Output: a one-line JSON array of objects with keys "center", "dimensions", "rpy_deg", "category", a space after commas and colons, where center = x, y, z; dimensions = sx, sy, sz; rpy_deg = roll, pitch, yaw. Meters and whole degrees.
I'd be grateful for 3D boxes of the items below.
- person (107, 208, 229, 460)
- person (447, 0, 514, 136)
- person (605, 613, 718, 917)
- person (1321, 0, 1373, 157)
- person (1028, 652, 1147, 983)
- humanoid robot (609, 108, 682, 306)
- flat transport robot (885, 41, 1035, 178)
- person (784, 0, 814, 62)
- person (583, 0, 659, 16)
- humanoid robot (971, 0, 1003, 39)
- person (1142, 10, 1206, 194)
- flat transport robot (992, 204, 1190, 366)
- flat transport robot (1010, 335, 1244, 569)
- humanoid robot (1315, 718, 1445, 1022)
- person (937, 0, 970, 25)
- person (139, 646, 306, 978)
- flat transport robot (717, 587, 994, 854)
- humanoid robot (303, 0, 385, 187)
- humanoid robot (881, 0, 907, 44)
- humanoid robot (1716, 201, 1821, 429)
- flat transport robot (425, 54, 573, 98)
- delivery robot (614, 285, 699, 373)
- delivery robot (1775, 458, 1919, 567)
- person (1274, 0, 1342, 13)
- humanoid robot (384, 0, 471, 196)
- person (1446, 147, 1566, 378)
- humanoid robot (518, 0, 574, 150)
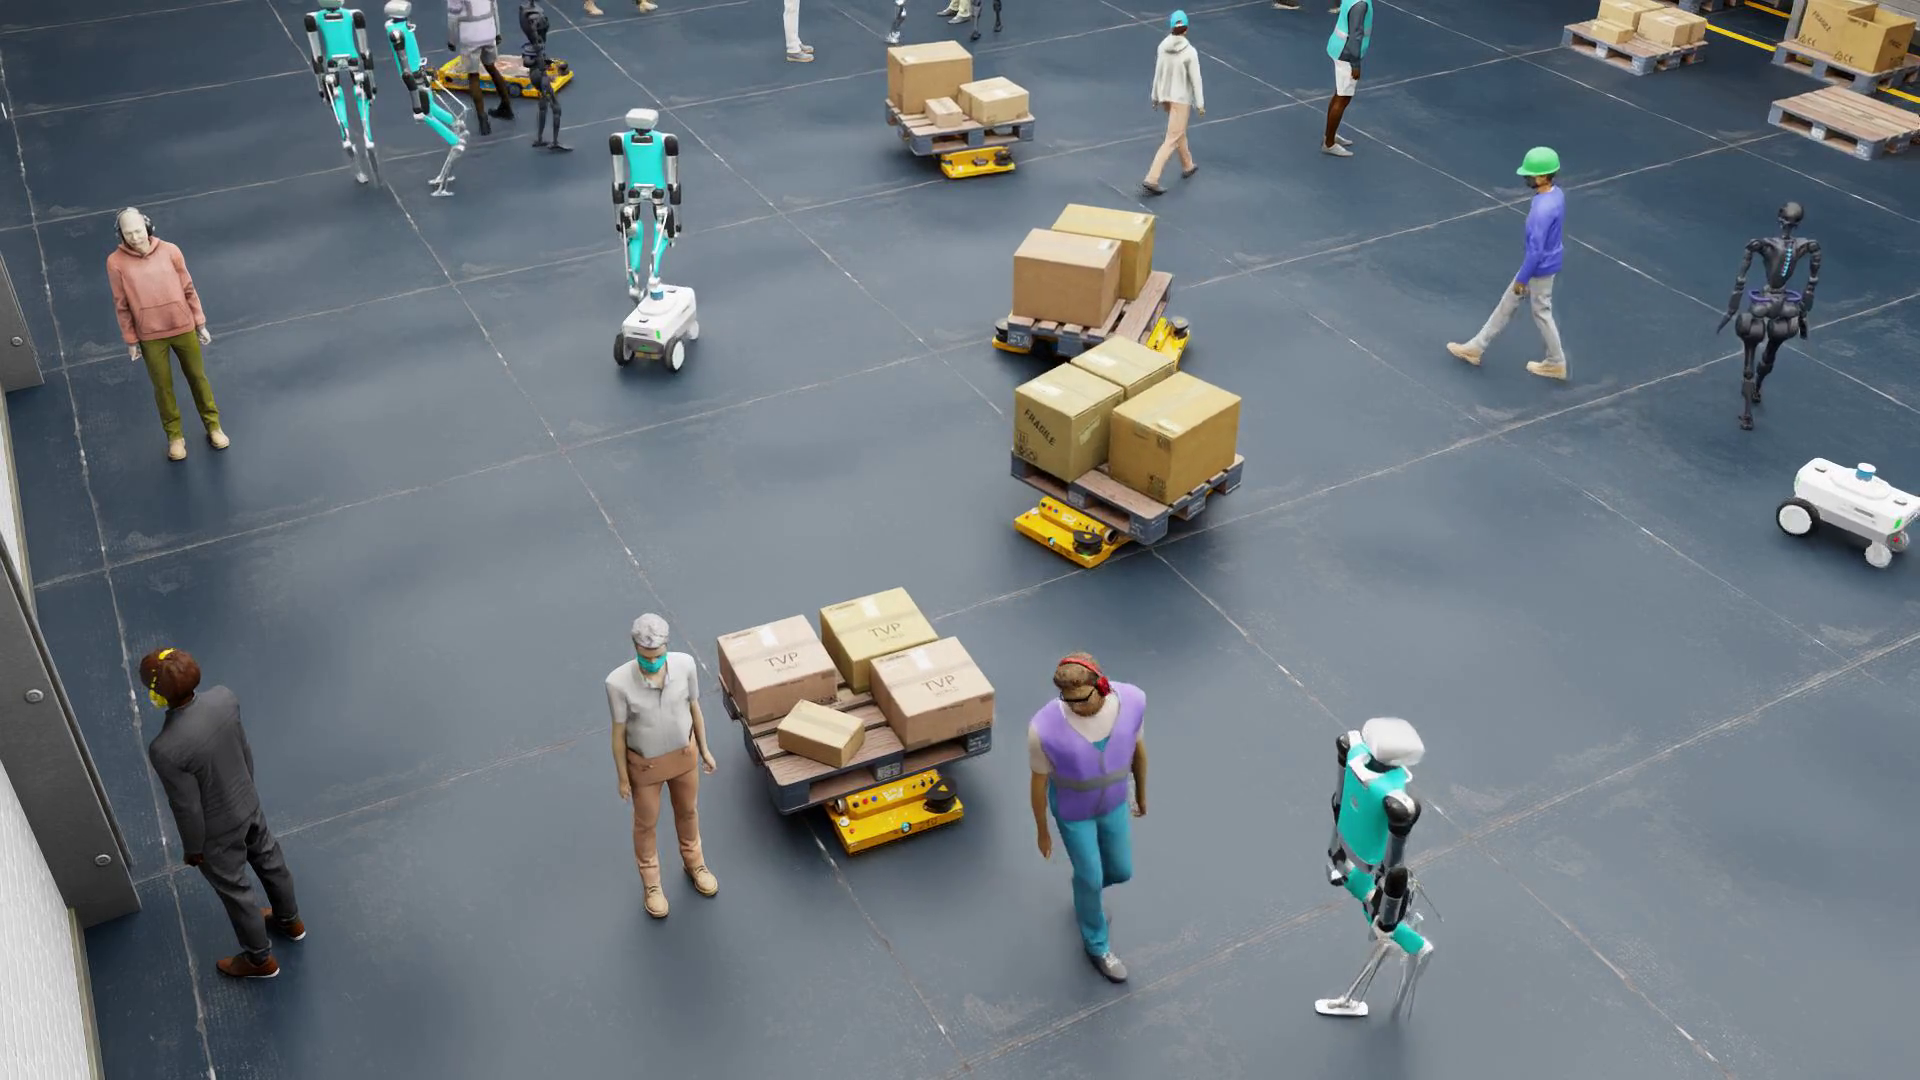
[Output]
[{"center": [-5.441, -1.429, 11.389], "dimensions": [0.535, 1.835, 0.352], "rpy_deg": [-19, 39, -25], "category": "person"}, {"center": [-4.787, -4.992, 16.443], "dimensions": [0.497, 1.892, 0.582], "rpy_deg": [24, 42, 30], "category": "person"}, {"center": [-1.415, 1.054, 7.931], "dimensions": [0.482, 1.738, 0.319], "rpy_deg": [-18, 39, -24], "category": "person"}, {"center": [3.739, -4.638, 15.903], "dimensions": [0.474, 1.924, 0.538], "rpy_deg": [6, 35, 8], "category": "person"}, {"center": [0.611, 1.243, 7.594], "dimensions": [0.594, 1.802, 0.538], "rpy_deg": [-16, 38, -22], "category": "person"}, {"center": [-2.417, -2.336, 12.802], "dimensions": [0.538, 1.765, 0.887], "rpy_deg": [0, 35, 0], "category": "humanoid robot"}, {"center": [-0.017, -3.917, 16.308], "dimensions": [0.659, 0.231, 1.431], "rpy_deg": [-11, 37, -16], "category": "flat transport robot"}, {"center": [-1.816, -6.209, 18.173], "dimensions": [0.354, 1.886, 0.572], "rpy_deg": [-1, 35, -1], "category": "person"}, {"center": [-4.081, -6.942, 19.416], "dimensions": [0.926, 1.644, 0.528], "rpy_deg": [12, 37, 16], "category": "person"}, {"center": [0.291, -6.576, 18.905], "dimensions": [0.602, 1.638, 0.613], "rpy_deg": [5, 35, 7], "category": "humanoid robot"}, {"center": [1.981, -4.038, 15.299], "dimensions": [0.863, 1.616, 0.503], "rpy_deg": [-28, 43, -33], "category": "person"}, {"center": [1.027, -1.609, 13.013], "dimensions": [1.431, 0.231, 0.659], "rpy_deg": [11, 37, 15], "category": "flat transport robot"}, {"center": [1.085, -0.299, 11.143], "dimensions": [0.659, 0.231, 1.431], "rpy_deg": [29, 44, 35], "category": "flat transport robot"}, {"center": [1.974, 1.499, 7.369], "dimensions": [0.736, 1.858, 0.544], "rpy_deg": [-11, 36, -15], "category": "humanoid robot"}, {"center": [-0.024, -6.939, 19.249], "dimensions": [0.391, 1.846, 0.564], "rpy_deg": [-13, 37, -17], "category": "person"}, {"center": [-3.363, 1.237, 7.549], "dimensions": [0.356, 1.877, 0.493], "rpy_deg": [9, 36, 13], "category": "person"}, {"center": [-0.574, 1.104, 9.140], "dimensions": [0.659, 0.231, 1.431], "rpy_deg": [-15, 38, -20], "category": "flat transport robot"}, {"center": [-5.600, -4.018, 15.258], "dimensions": [0.536, 1.874, 0.744], "rpy_deg": [-10, 36, -14], "category": "humanoid robot"}, {"center": [-0.710, -6.324, 18.497], "dimensions": [0.536, 1.760, 0.890], "rpy_deg": [-13, 37, -18], "category": "humanoid robot"}, {"center": [5.748, -1.639, 11.854], "dimensions": [0.611, 1.635, 0.653], "rpy_deg": [3, 35, 4], "category": "humanoid robot"}, {"center": [-4.955, -4.985, 17.833], "dimensions": [1.431, 0.231, 0.659], "rpy_deg": [6, 35, 9], "category": "flat transport robot"}, {"center": [-2.324, -1.653, 12.832], "dimensions": [0.499, 0.601, 0.775], "rpy_deg": [9, 36, 13], "category": "delivery robot"}, {"center": [5.776, -0.227, 10.794], "dimensions": [0.499, 0.598, 0.791], "rpy_deg": [-27, 43, -33], "category": "delivery robot"}, {"center": [4.198, -7.196, 19.563], "dimensions": [0.671, 1.902, 0.670], "rpy_deg": [-24, 41, -30], "category": "person"}, {"center": [-4.766, -4.035, 15.172], "dimensions": [0.672, 1.764, 0.542], "rpy_deg": [-5, 35, -8], "category": "humanoid robot"}, {"center": [4.217, -2.044, 12.294], "dimensions": [0.923, 1.811, 0.536], "rpy_deg": [10, 36, 14], "category": "person"}, {"center": [-4.044, -4.587, 16.040], "dimensions": [0.330, 1.652, 0.589], "rpy_deg": [-8, 36, -11], "category": "humanoid robot"}]
